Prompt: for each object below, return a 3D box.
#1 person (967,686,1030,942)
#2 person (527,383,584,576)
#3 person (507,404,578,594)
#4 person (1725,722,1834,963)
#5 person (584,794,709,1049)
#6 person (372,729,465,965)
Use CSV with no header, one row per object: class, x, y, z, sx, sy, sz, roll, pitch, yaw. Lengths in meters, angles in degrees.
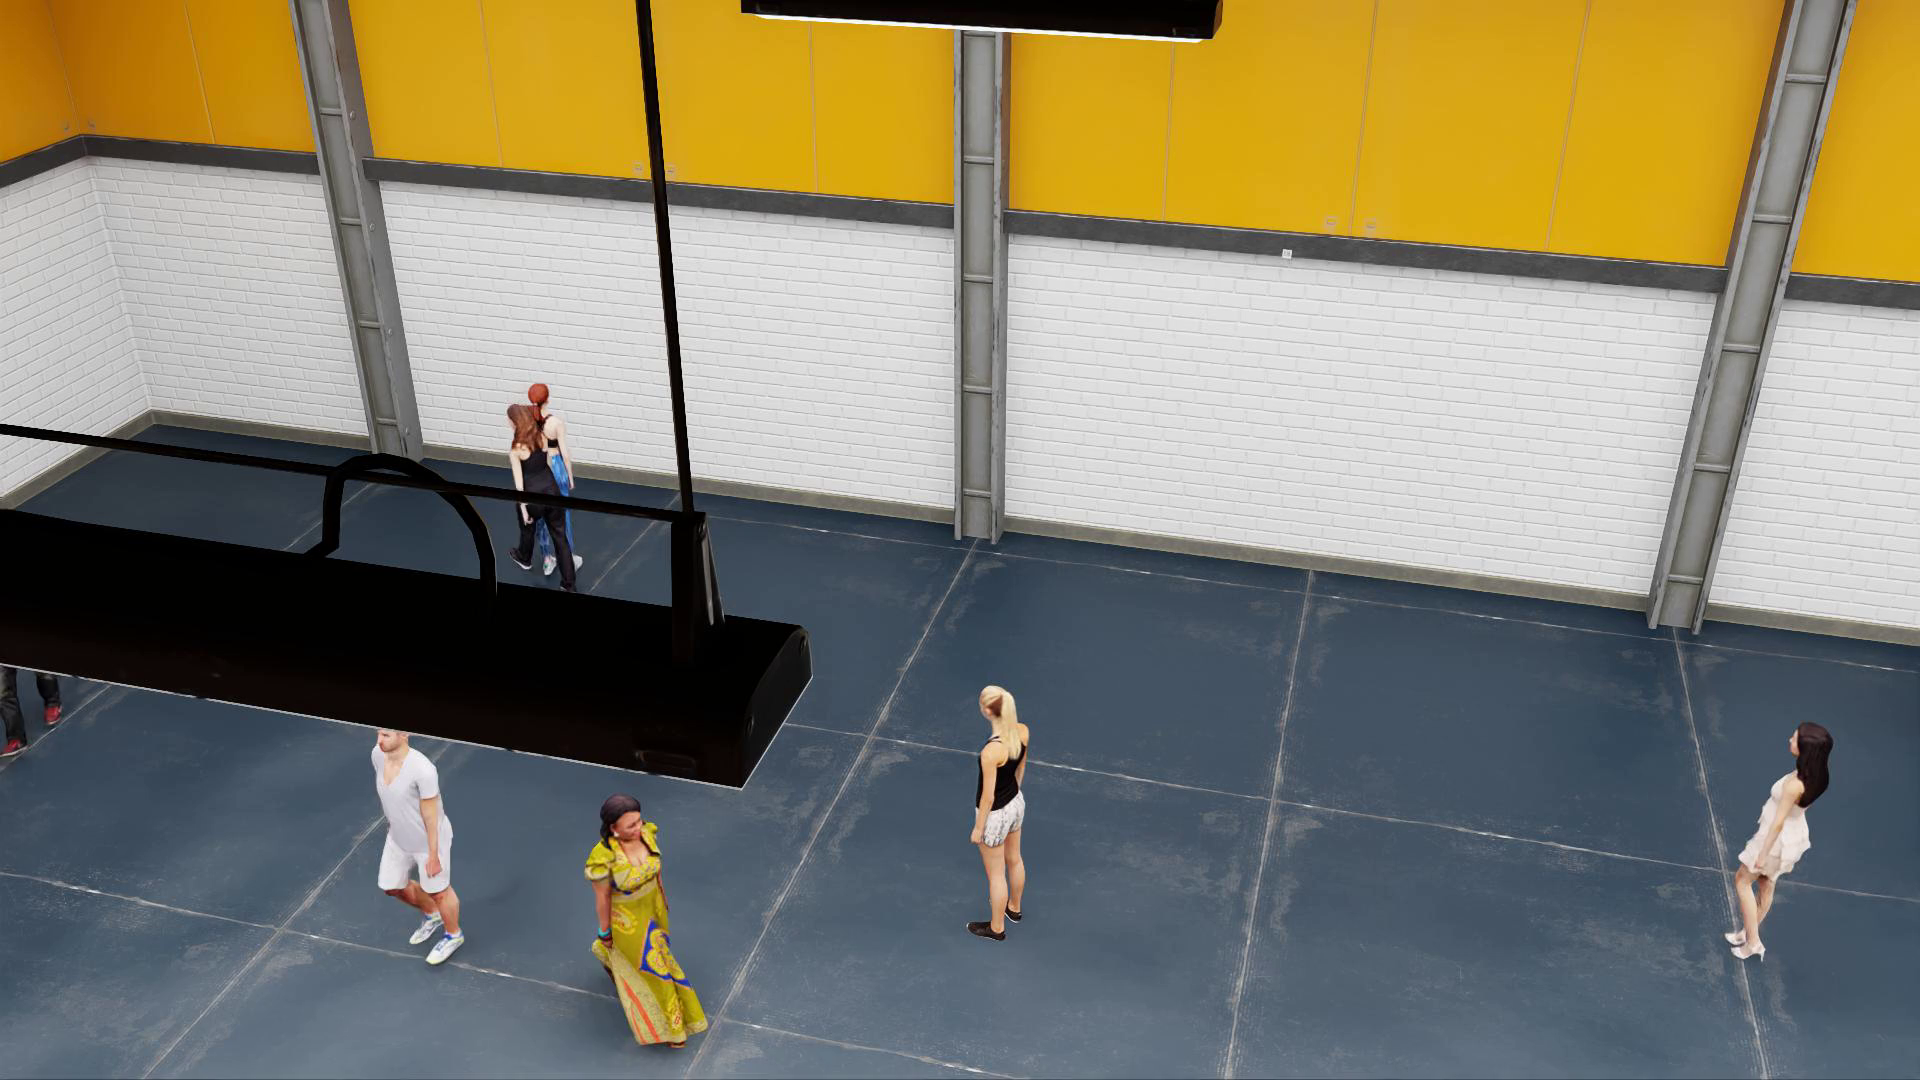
person,0.255,1.660,10.233,0.657,1.851,0.682,20,34,32
person,-3.539,-0.523,14.310,0.583,1.788,0.673,1,29,2
person,-3.478,-0.293,13.987,1.011,1.685,1.211,-23,36,-35
person,4.983,1.853,10.004,0.673,1.732,0.717,-18,34,-30
person,-1.935,2.135,9.603,1.333,1.631,1.013,16,32,26
person,-3.213,1.736,10.101,0.693,1.843,0.823,16,33,27
